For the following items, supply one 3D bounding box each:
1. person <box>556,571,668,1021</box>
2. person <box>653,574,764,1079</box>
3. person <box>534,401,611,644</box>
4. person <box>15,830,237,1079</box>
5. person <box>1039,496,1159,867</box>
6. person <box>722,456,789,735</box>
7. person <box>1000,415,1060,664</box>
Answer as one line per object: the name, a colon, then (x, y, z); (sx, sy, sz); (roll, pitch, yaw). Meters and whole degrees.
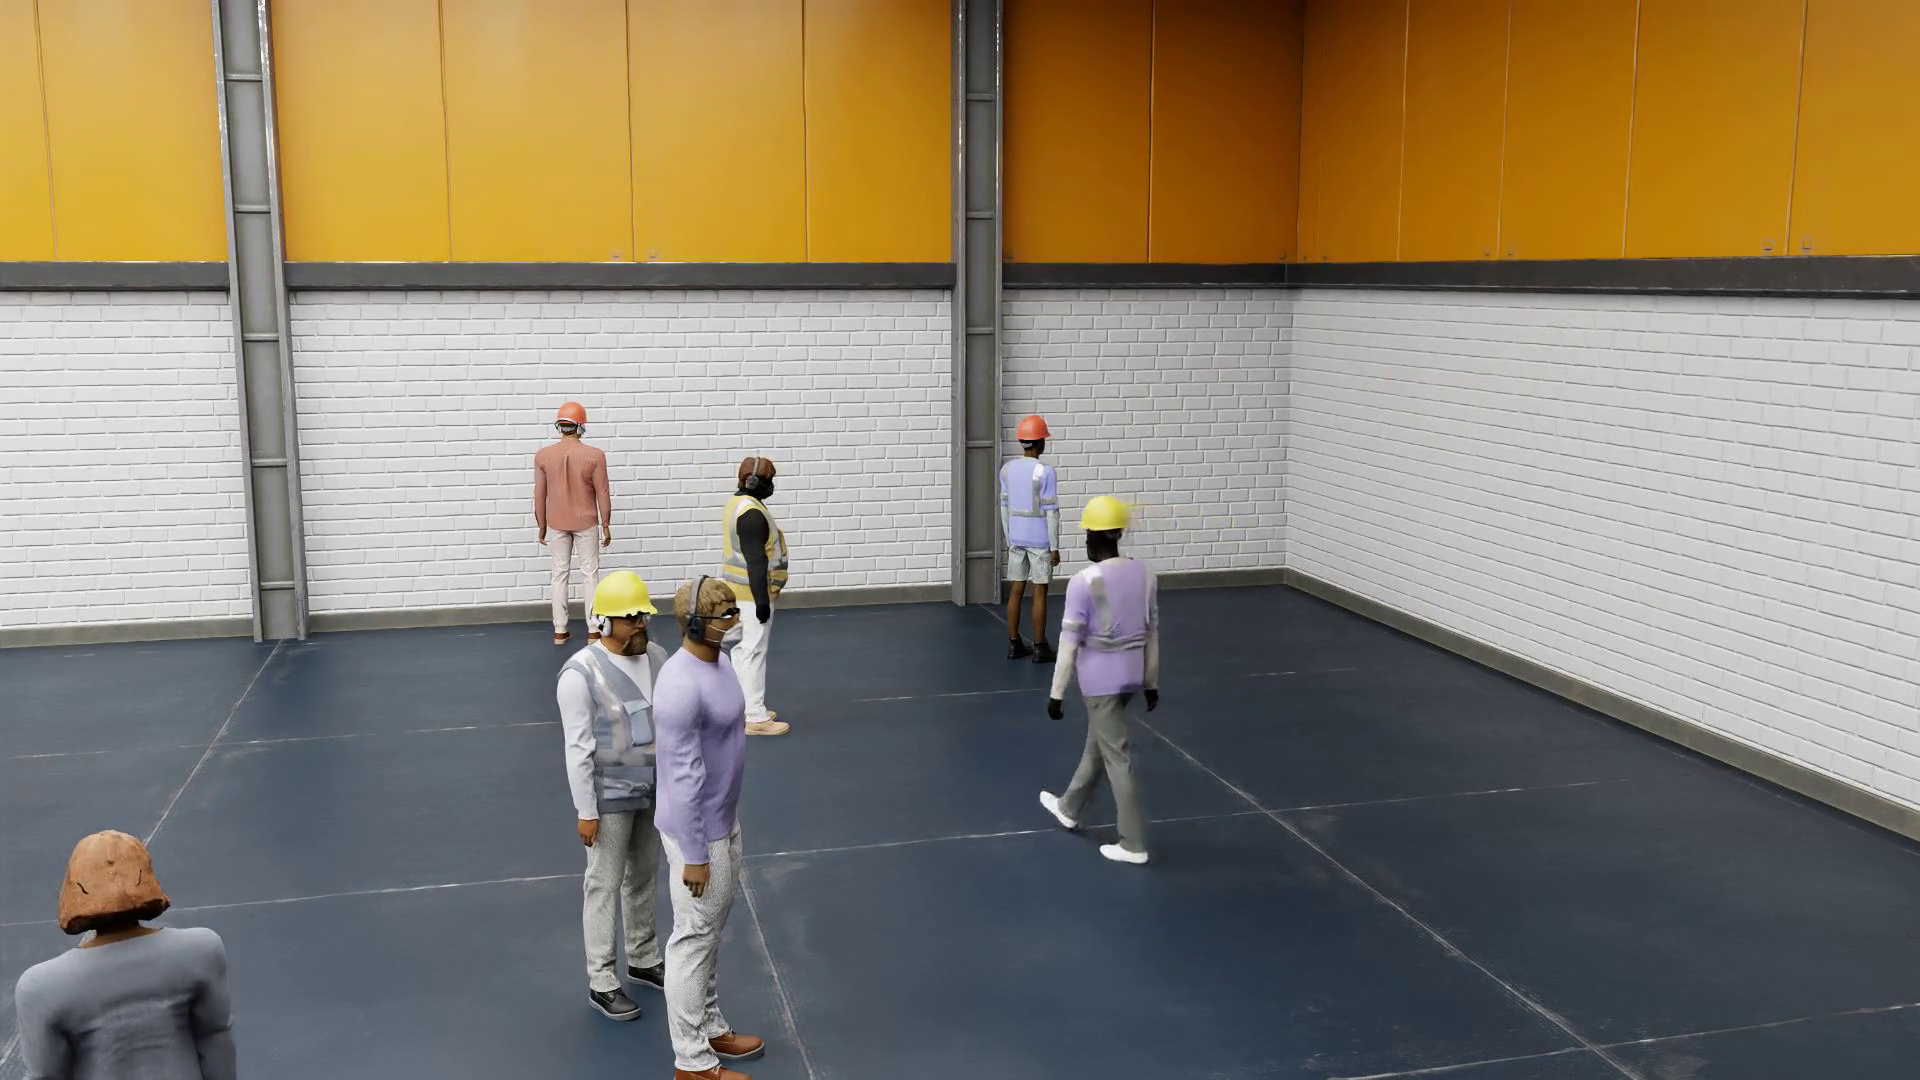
person: (-1.371, 1.029, 6.865); (0.404, 1.833, 0.590); (5, 10, 28)
person: (-0.942, 1.083, 6.200); (0.372, 1.940, 0.630); (0, 9, 2)
person: (-3.162, -0.137, 13.641); (0.623, 1.992, 0.396); (0, 9, 2)
person: (-2.121, 1.541, 4.291); (0.498, 1.633, 0.282); (-7, 11, -36)
person: (0.677, 0.707, 8.693); (0.612, 1.884, 0.925); (-9, 13, -43)
person: (-1.351, 0.363, 11.021); (0.430, 1.838, 0.620); (-3, 10, -18)
person: (0.567, -0.006, 12.988); (0.545, 1.942, 0.354); (8, 12, 40)
